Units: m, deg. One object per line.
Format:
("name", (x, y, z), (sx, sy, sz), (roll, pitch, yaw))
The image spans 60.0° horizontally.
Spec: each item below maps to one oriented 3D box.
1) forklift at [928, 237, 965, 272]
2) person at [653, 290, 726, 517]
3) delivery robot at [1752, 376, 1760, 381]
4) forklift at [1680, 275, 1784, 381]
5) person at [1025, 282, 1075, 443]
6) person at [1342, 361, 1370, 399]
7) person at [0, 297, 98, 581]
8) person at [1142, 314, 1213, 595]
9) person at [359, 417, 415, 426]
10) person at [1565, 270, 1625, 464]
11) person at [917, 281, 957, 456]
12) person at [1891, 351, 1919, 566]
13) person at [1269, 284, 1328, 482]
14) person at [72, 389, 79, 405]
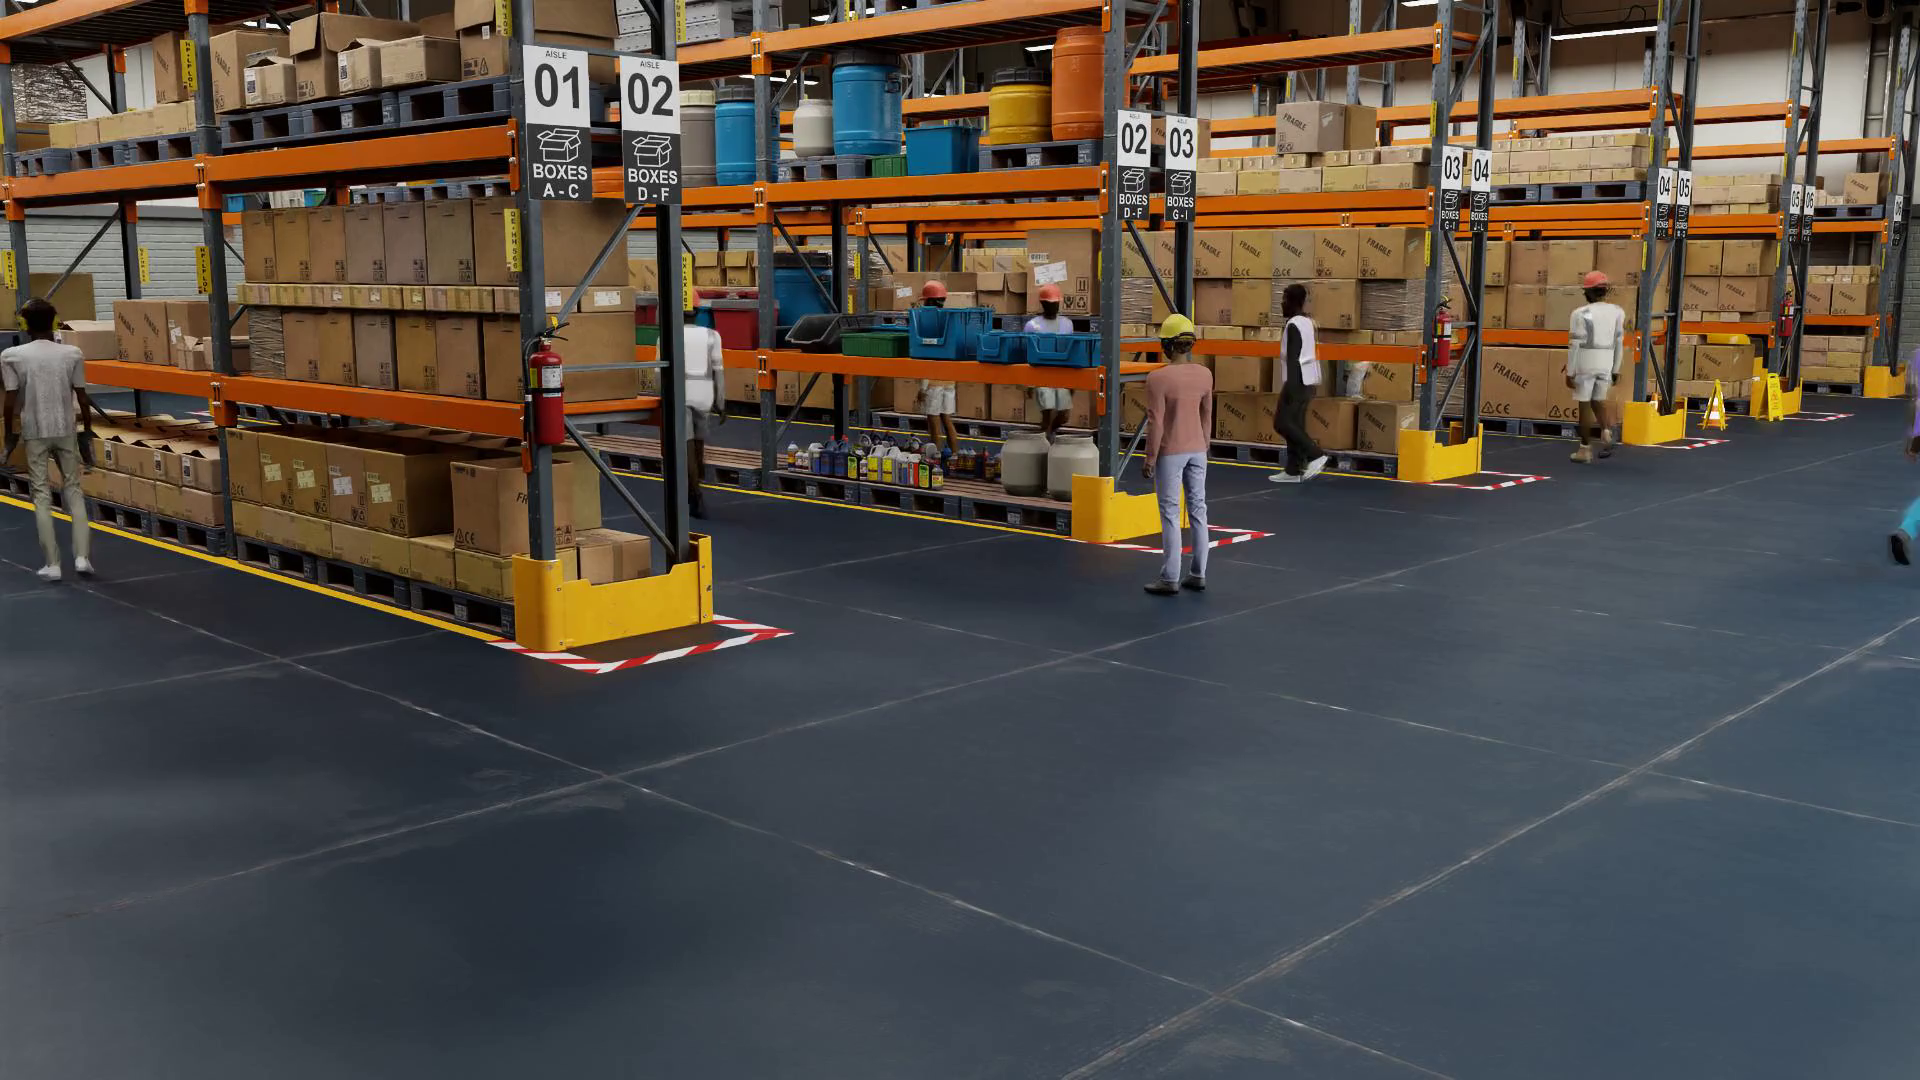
("forklift", (-0.326, -5.817, 39.609), (1.129, 2.768, 1.873), (9, 13, 43))
("person", (-2.315, -1.180, 14.075), (0.572, 1.884, 0.971), (-4, 10, -24))
("delivery robot", (11.858, -2.401, 25.489), (0.707, 0.478, 0.477), (5, 10, 27))
("forklift", (12.480, -3.427, 27.053), (1.214, 2.155, 2.313), (9, 13, 43))
("person", (0.888, -1.646, 16.846), (0.556, 1.917, 0.601), (-5, 10, -26))
("person", (4.893, -2.084, 20.433), (0.396, 1.623, 0.518), (5, 10, 26))
("person", (-6.040, -0.660, 11.000), (0.576, 1.859, 0.325), (-7, 12, -37))
("person", (1.368, -0.540, 10.532), (0.526, 1.769, 0.329), (-6, 11, -32))
("person", (-4.752, -1.167, 13.638), (0.921, 2.004, 0.633), (8, 12, 40))
("person", (6.676, -1.819, 17.550), (0.629, 2.033, 0.447), (-2, 10, -14))
("person", (-0.238, -1.554, 16.232), (0.378, 1.933, 0.551), (7, 11, 35))
("person", (6.560, -0.660, 11.076), (0.484, 1.827, 0.592), (-3, 10, -20))
("person", (3.237, -1.491, 15.921), (0.474, 1.906, 0.604), (4, 10, 21))
("person", (-12.260, -2.619, 22.577), (0.622, 1.995, 0.376), (-7, 12, -37))
